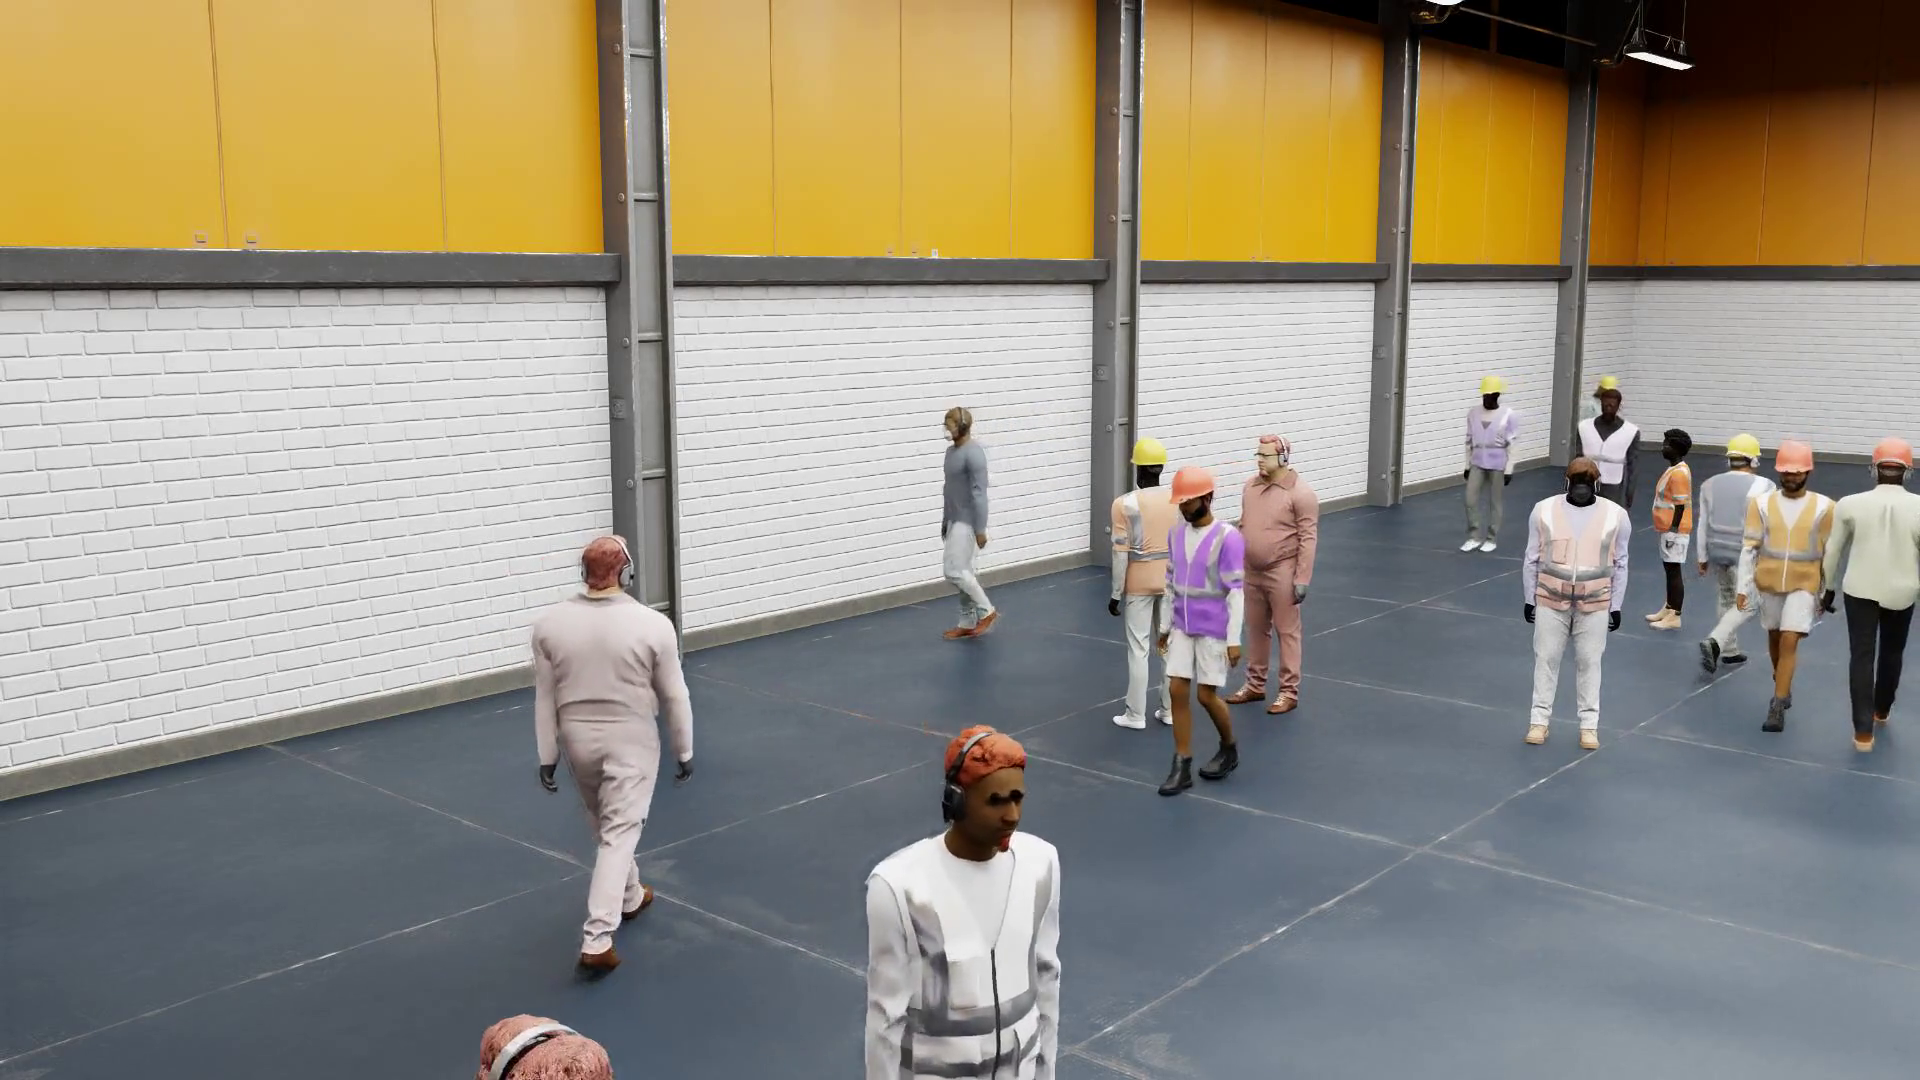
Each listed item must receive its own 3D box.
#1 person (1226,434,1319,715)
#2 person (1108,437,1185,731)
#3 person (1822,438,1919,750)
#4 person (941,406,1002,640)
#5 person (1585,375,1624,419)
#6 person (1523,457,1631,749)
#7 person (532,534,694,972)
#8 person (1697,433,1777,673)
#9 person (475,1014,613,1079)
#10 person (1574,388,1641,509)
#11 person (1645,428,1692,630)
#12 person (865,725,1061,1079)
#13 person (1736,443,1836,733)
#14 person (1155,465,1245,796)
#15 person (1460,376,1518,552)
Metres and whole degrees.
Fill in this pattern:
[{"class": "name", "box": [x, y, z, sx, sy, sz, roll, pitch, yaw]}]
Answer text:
[{"class": "person", "box": [2.120, 0.227, 11.349, 0.399, 1.909, 0.642, -7, 11, -36]}, {"class": "person", "box": [1.239, 0.289, 10.888, 0.587, 1.930, 0.359, -4, 10, -23]}, {"class": "person", "box": [5.890, 0.316, 10.667, 0.649, 1.939, 1.005, 5, 10, 26]}, {"class": "person", "box": [0.012, -0.125, 13.485, 0.434, 1.924, 0.640, -2, 9, -15]}, {"class": "person", "box": [8.198, -1.247, 21.219, 0.491, 1.717, 0.444, 1, 9, 9]}, {"class": "person", "box": [3.875, 0.394, 10.506, 0.627, 1.844, 0.429, 3, 10, 21]}, {"class": "person", "box": [-1.514, 0.902, 7.295, 0.662, 1.861, 1.005, 2, 9, 11]}, {"class": "person", "box": [5.750, 0.110, 12.402, 0.726, 1.807, 0.599, -6, 11, -31]}, {"class": "person", "box": [-0.571, 1.643, 2.514, 0.656, 1.895, 0.463, -8, 12, -42]}, {"class": "person", "box": [6.231, -0.524, 16.081, 0.613, 1.901, 0.463, 6, 11, 34]}, {"class": "person", "box": [5.992, -0.092, 14.010, 0.316, 1.696, 0.541, 3, 9, 17]}, {"class": "person", "box": [-0.007, 1.371, 4.282, 0.588, 1.868, 0.558, -6, 11, -32]}, {"class": "person", "box": [5.526, 0.280, 11.136, 0.555, 1.888, 1.012, 6, 11, 33]}, {"class": "person", "box": [1.357, 0.505, 9.644, 0.654, 1.891, 0.608, -8, 12, -41]}, {"class": "person", "box": [5.607, -0.795, 17.758, 0.619, 1.903, 0.682, 8, 12, 42]}]
